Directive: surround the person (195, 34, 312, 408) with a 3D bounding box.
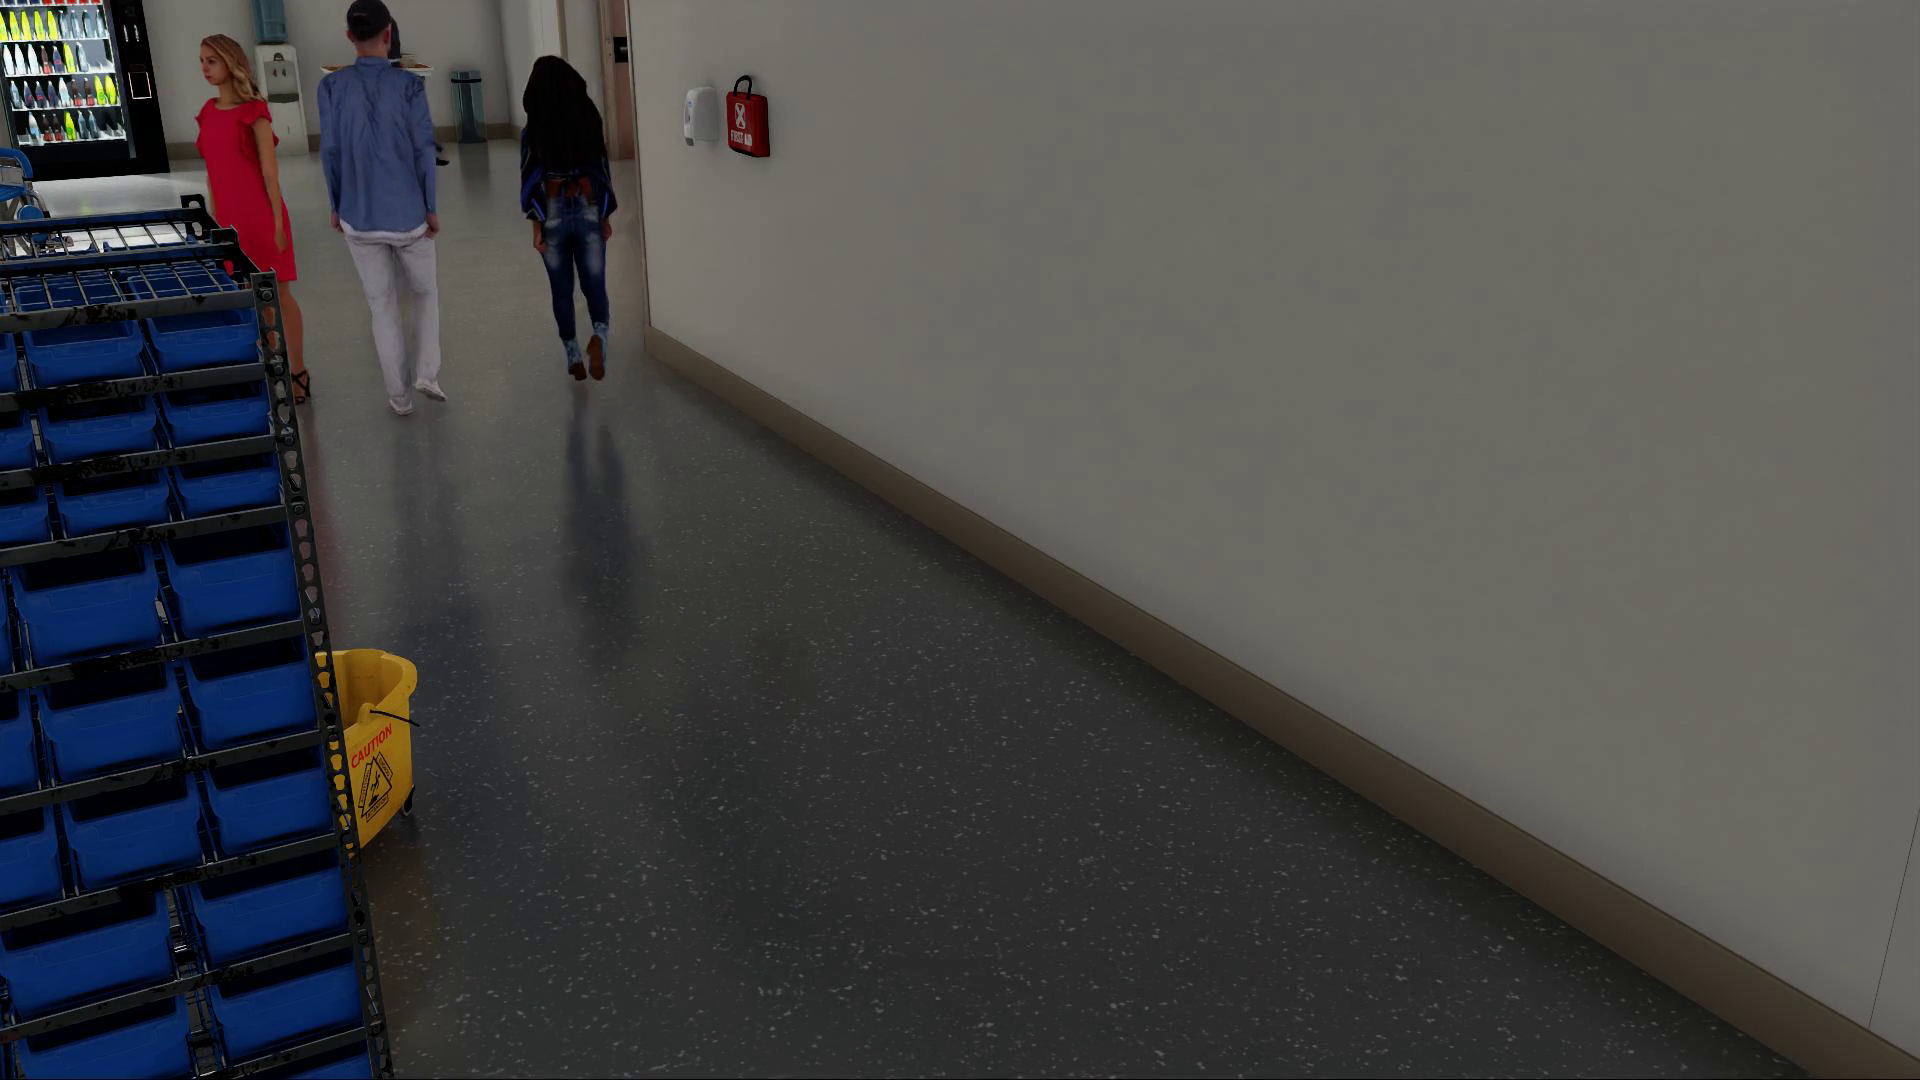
[{"bbox_3d":[-3.342,-1.507,7.874,0.669,1.722,0.711,9,23,23],"label":"person"}]

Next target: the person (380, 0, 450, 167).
[{"bbox_3d":[-5.221,-4.175,14.902,1.191,1.734,0.750,-6,22,-17],"label":"person"}]

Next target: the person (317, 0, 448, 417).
[{"bbox_3d":[-2.600,-1.459,7.534,0.660,1.874,0.788,-6,22,-16],"label":"person"}]

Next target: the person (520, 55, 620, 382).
[{"bbox_3d":[-1.859,-1.496,8.024,0.942,1.597,0.791,-8,22,-19],"label":"person"}]
